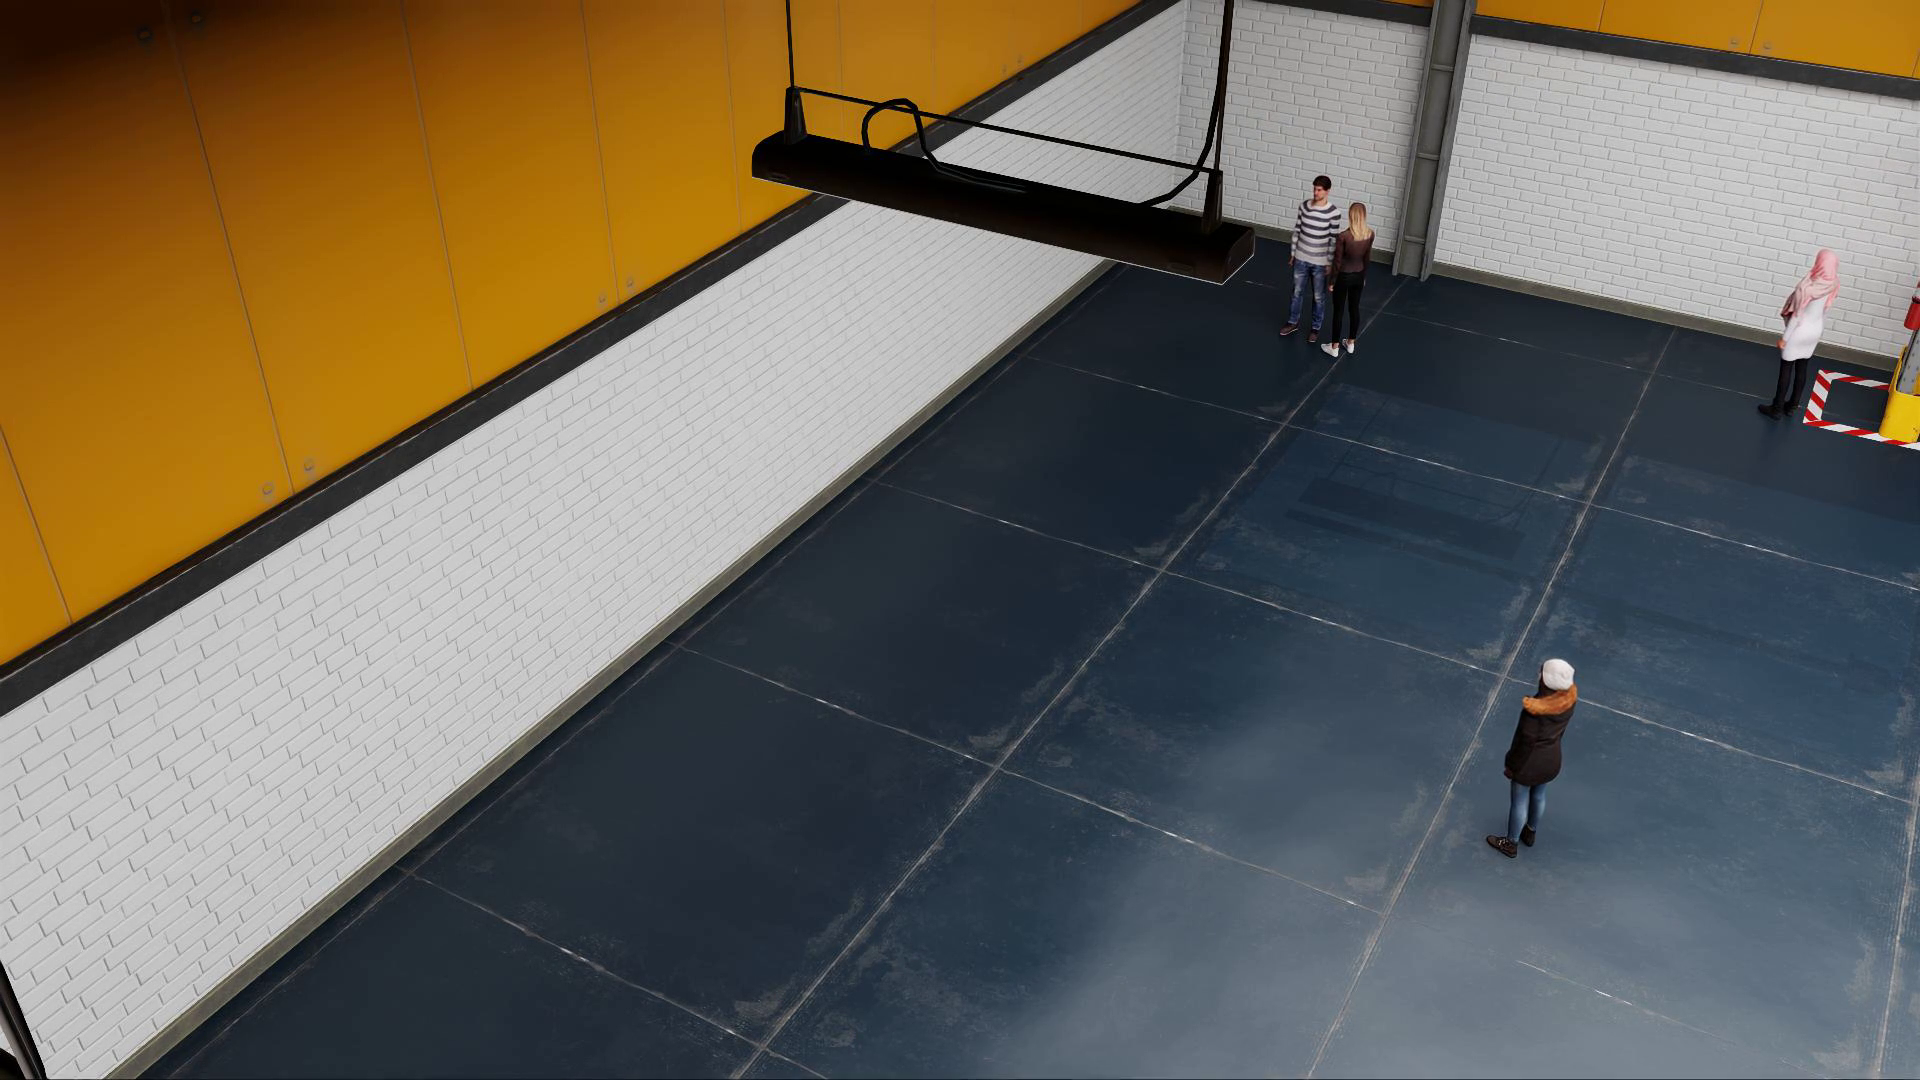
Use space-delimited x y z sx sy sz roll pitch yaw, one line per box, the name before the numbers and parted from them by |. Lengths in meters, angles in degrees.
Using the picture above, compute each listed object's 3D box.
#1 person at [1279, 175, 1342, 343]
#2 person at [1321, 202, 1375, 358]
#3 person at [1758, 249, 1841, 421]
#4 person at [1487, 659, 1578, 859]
person | 3.806 -3.054 17.938 0.478 1.855 0.716 20 39 28
person | 4.126 -2.768 17.643 0.669 1.704 0.698 -12 36 -18
person | 8.338 -2.036 16.452 0.736 1.803 0.793 -9 35 -14
person | 3.918 1.473 11.327 0.737 1.634 0.761 -19 38 -27
